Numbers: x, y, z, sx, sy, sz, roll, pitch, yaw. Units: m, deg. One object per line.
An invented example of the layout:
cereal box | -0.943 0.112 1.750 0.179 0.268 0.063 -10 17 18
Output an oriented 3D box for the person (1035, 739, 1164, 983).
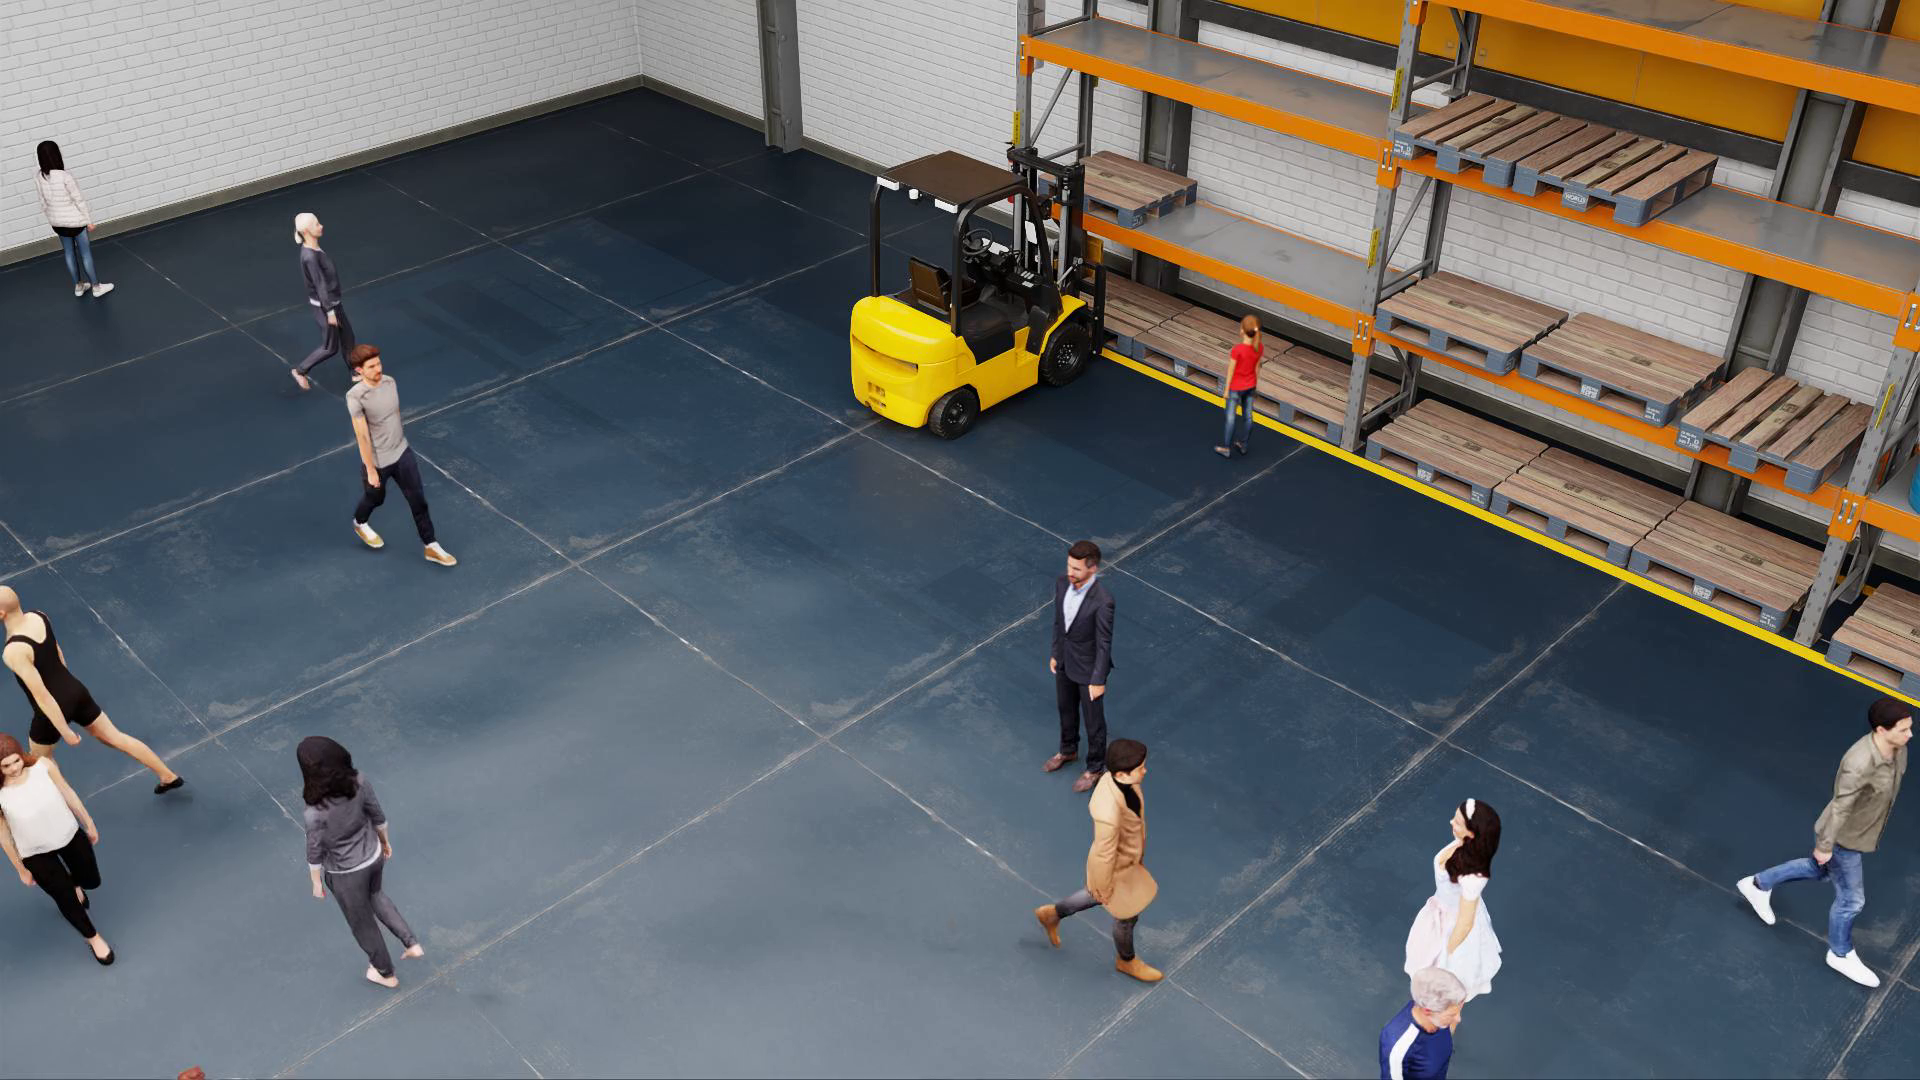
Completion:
person | 0.786 1.765 9.286 1.133 1.701 0.956 9 35 14

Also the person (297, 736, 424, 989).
person | -3.267 1.817 9.161 0.745 1.752 0.707 15 37 22

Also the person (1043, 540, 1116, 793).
person | 0.770 0.777 10.623 0.686 1.866 0.529 -25 41 -32

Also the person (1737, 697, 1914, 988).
person | 4.939 1.599 9.406 0.748 1.845 1.142 -26 42 -34

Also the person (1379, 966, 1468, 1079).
person | 2.082 2.664 7.816 0.606 1.831 0.669 22 39 29

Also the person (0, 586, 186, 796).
person | -5.479 1.041 10.324 1.288 1.758 1.243 0 34 -1

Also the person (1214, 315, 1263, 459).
person | 2.435 -1.310 14.271 0.552 1.304 0.575 -14 36 -20

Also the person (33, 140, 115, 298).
person | -9.068 -3.266 16.912 0.684 1.637 0.767 4 34 5

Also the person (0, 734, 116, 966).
person | -5.180 1.686 9.404 0.857 1.702 0.650 23 40 30

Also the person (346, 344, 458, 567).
person | -4.498 -0.651 12.790 1.274 1.847 0.837 19 38 26

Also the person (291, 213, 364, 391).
person | -5.860 -2.142 15.158 0.957 1.707 1.015 -10 35 -15

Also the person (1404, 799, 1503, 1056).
person | 2.584 2.068 8.727 0.897 1.815 0.849 7 34 10
